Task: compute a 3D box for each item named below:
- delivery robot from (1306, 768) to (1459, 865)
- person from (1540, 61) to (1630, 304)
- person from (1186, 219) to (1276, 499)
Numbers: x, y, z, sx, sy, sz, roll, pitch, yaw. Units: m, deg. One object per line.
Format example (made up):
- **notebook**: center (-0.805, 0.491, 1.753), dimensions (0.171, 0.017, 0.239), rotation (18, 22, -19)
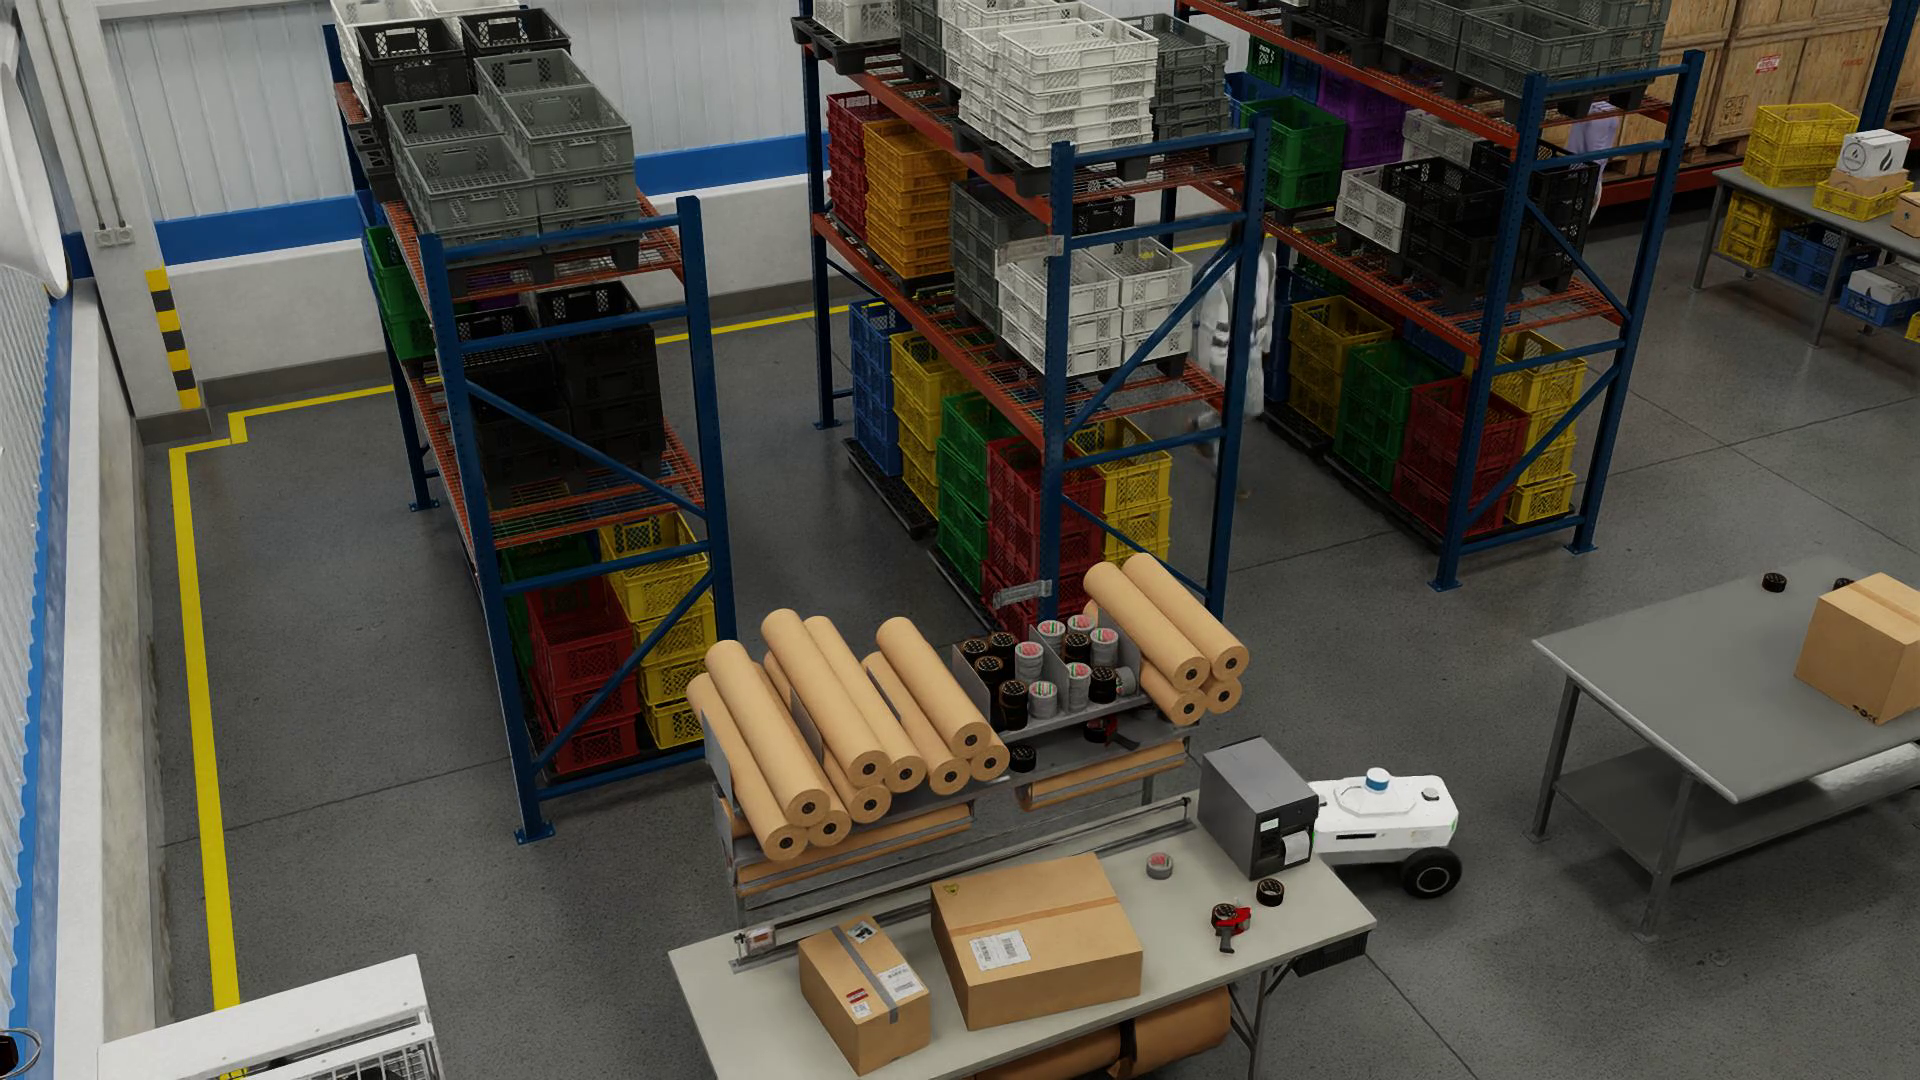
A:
- **delivery robot**: center (1.868, 1.252, 7.556), dimensions (0.707, 0.478, 0.477), rotation (-2, 32, -4)
- **person**: center (4.863, -2.822, 12.950), dimensions (0.349, 1.935, 0.635), rotation (4, 32, 6)
- **person**: center (1.693, -1.187, 10.358), dimensions (0.606, 1.863, 0.554), rotation (-21, 38, -31)
